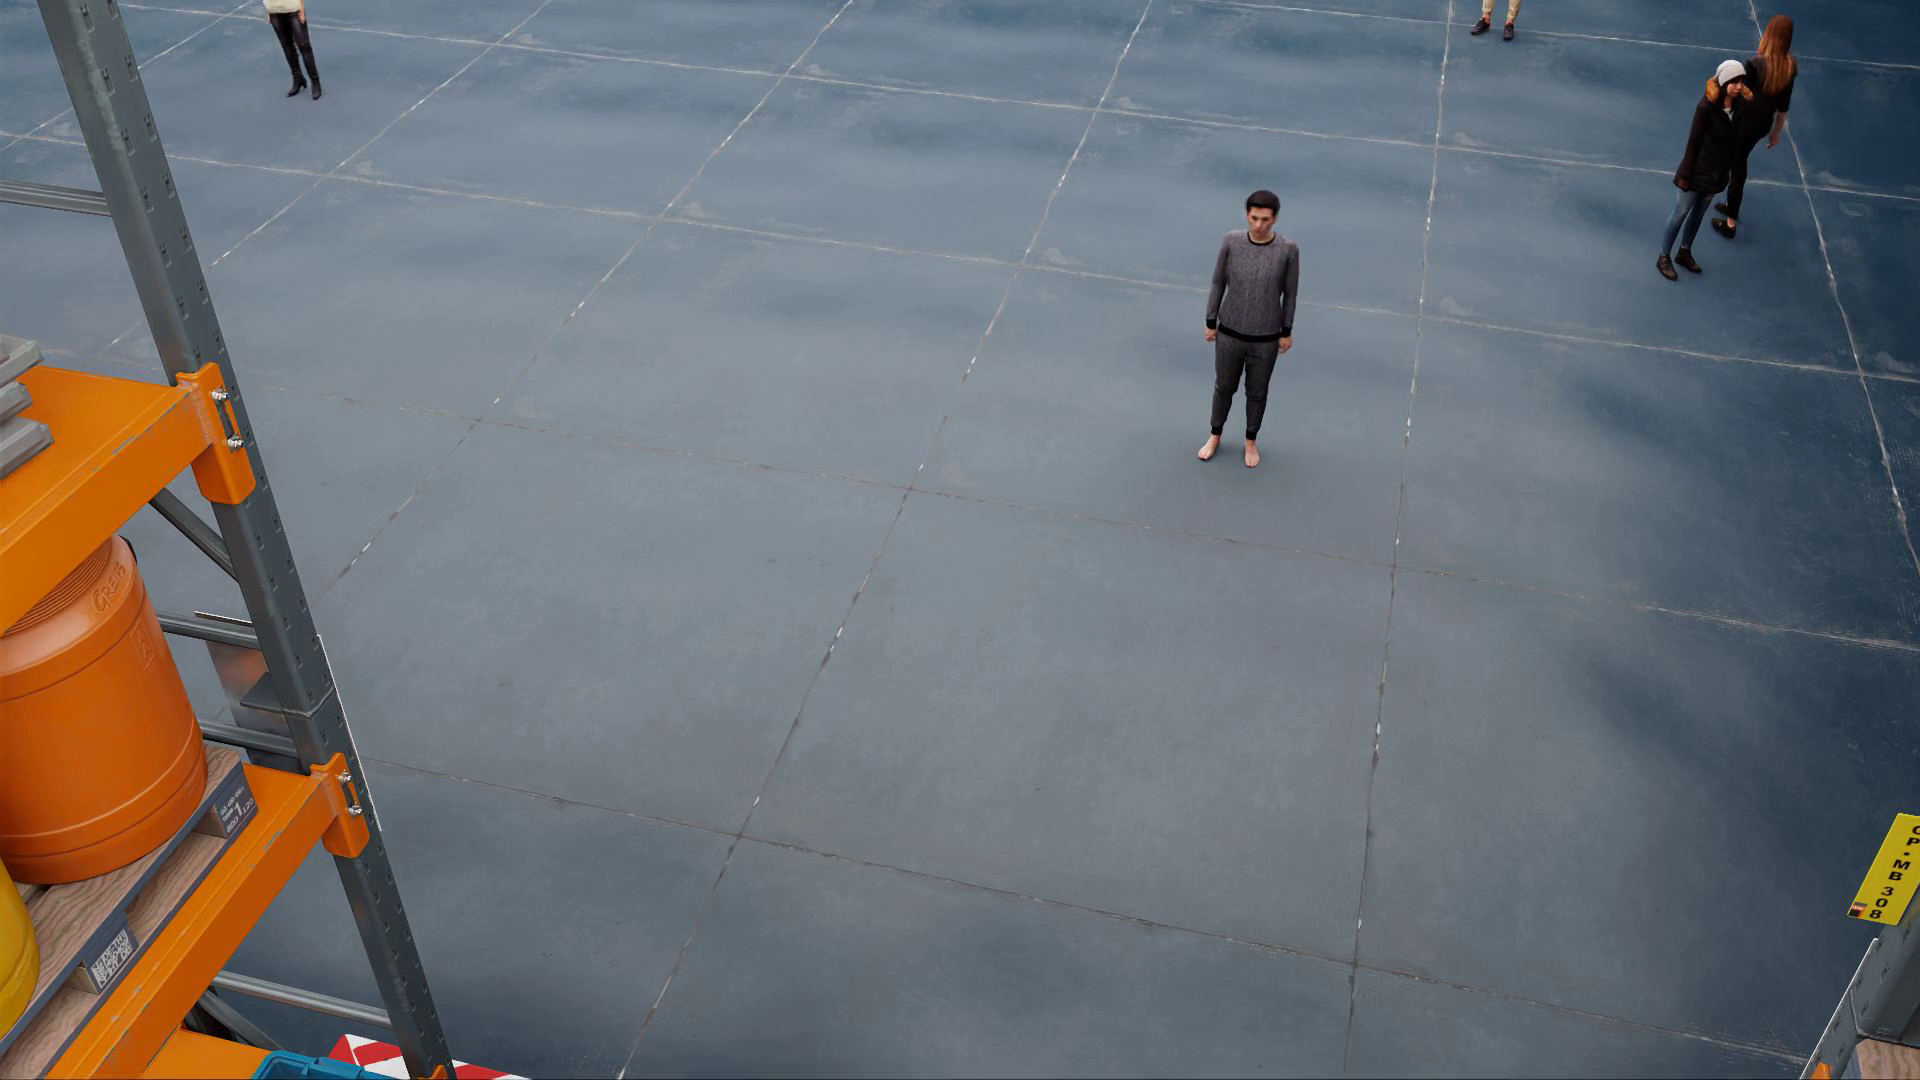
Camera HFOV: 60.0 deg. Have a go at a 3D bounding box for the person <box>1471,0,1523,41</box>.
[{"bbox_3d":[5.314,-5.763,15.929,0.691,1.859,0.614,20,42,23],"label":"person"}]

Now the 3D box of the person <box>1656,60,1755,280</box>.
[{"bbox_3d":[5.480,-2.737,12.244,0.751,1.634,0.796,-14,40,-18],"label":"person"}]

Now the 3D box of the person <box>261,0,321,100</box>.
[{"bbox_3d":[-6.024,-4.735,14.846,0.657,1.574,0.668,3,38,4],"label":"person"}]

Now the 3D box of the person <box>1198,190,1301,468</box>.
[{"bbox_3d":[1.785,-1.311,10.251,0.692,1.844,0.523,10,39,13],"label":"person"}]

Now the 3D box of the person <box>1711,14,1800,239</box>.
[{"bbox_3d":[6.066,-3.098,12.656,0.760,1.696,0.829,-10,39,-12],"label":"person"}]
